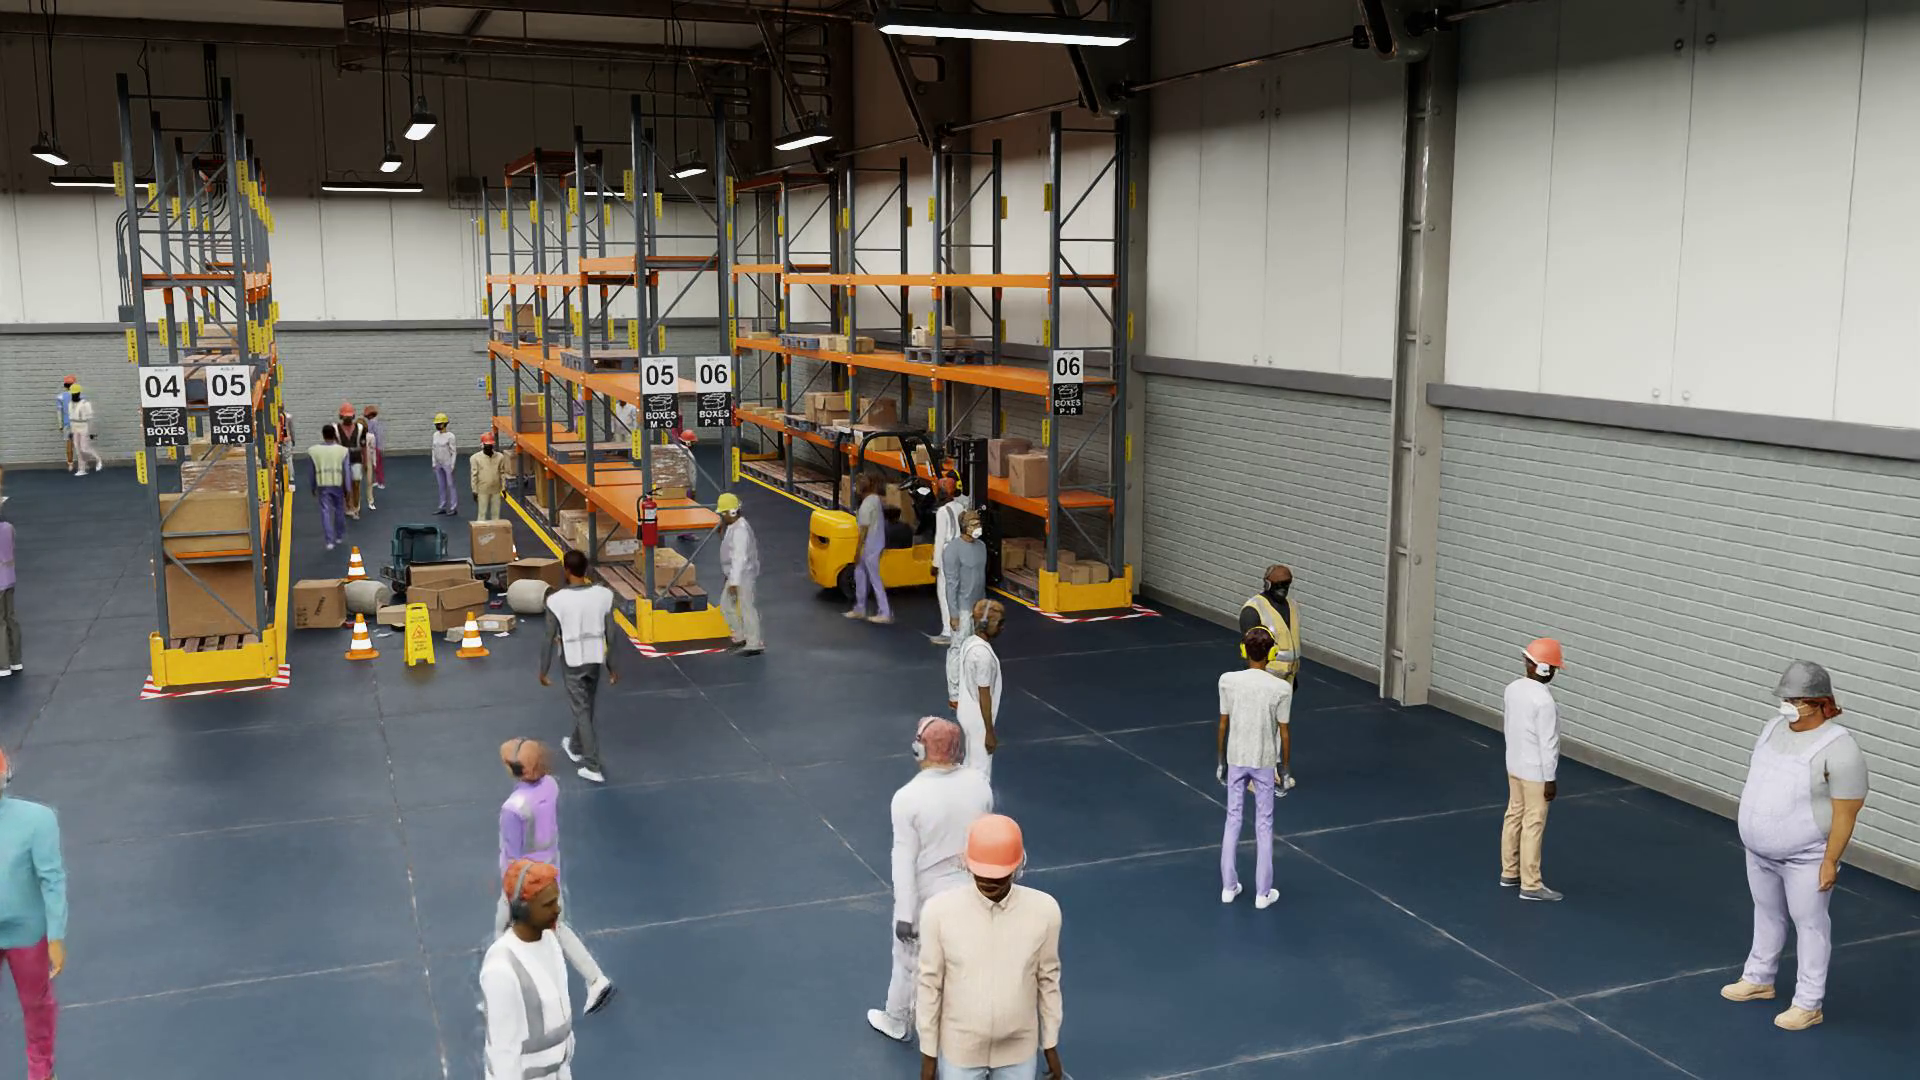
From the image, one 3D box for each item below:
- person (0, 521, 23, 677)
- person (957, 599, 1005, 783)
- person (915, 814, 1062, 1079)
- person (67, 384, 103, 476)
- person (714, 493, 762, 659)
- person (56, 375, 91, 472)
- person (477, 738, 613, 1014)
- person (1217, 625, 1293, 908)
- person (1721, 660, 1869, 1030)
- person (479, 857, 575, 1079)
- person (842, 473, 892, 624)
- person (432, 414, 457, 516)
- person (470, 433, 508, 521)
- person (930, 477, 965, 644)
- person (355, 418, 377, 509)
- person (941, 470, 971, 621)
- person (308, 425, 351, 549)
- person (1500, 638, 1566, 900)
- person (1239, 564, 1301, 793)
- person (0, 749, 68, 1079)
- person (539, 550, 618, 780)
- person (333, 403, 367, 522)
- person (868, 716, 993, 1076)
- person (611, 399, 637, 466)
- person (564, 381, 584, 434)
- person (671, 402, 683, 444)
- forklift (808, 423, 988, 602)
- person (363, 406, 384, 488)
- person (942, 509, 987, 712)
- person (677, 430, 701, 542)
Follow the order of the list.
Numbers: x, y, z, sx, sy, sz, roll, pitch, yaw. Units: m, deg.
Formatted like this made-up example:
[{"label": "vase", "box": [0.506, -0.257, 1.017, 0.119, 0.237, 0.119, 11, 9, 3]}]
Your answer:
[{"label": "person", "box": [-9.941, 0.456, 17.133, 0.362, 1.928, 0.587, 0, 9, -1]}, {"label": "person", "box": [0.157, 1.328, 11.927, 0.351, 1.838, 0.507, -2, 9, -10]}, {"label": "person", "box": [0.123, 2.069, 6.791, 0.608, 1.987, 0.391, -2, 9, -10]}, {"label": "person", "box": [-18.151, -2.283, 34.409, 0.588, 1.915, 0.550, 3, 10, 21]}, {"label": "person", "box": [-2.396, 0.391, 17.935, 0.517, 1.797, 0.652, -3, 9, -18]}, {"label": "person", "box": [-18.718, -2.465, 35.140, 0.607, 2.048, 0.370, -3, 10, -20]}, {"label": "person", "box": [-2.320, 1.872, 9.193, 0.721, 1.608, 0.518, 3, 10, 19]}, {"label": "person", "box": [1.926, 1.481, 10.912, 0.498, 1.861, 0.326, 4, 10, 22]}, {"label": "person", "box": [4.579, 1.660, 9.199, 0.538, 2.000, 0.683, -3, 9, -18]}, {"label": "person", "box": [-1.796, 2.162, 6.694, 0.994, 1.844, 0.584, 2, 9, 11]}, {"label": "person", "box": [-1.158, 0.106, 19.690, 0.768, 1.811, 0.536, 1, 9, 8]}, {"label": "person", "box": [-8.902, -1.299, 28.680, 0.524, 1.770, 0.315, 5, 10, 29]}, {"label": "person", "box": [-7.190, -0.765, 25.447, 0.576, 1.747, 0.441, -8, 12, -42]}, {"label": "person", "box": [-0.107, 0.226, 18.737, 0.355, 1.877, 0.591, 4, 10, 25]}, {"label": "person", "box": [-10.554, -1.342, 29.364, 0.501, 1.636, 0.280, -4, 10, -26]}, {"label": "person", "box": [-0.023, 0.090, 19.669, 0.320, 1.861, 0.504, -4, 10, -25]}, {"label": "person", "box": [-9.596, -0.815, 25.363, 0.588, 1.861, 1.013, -4, 10, -21]}, {"label": "person", "box": [3.829, 1.510, 11.074, 0.336, 1.743, 0.561, -1, 9, -9]}, {"label": "person", "box": [2.506, 1.104, 13.340, 0.619, 1.839, 0.430, -8, 12, -41]}, {"label": "person", "box": [-4.577, 1.907, 7.900, 0.626, 1.944, 0.985, -2, 9, -14]}, {"label": "person", "box": [-3.202, 1.007, 13.832, 0.607, 1.874, 0.910, -7, 12, -39]}, {"label": "person", "box": [-10.403, -1.346, 28.284, 0.623, 2.002, 1.024, -4, 10, -23]}, {"label": "person", "box": [-0.106, 1.834, 8.707, 0.664, 1.857, 1.014, -6, 11, -35]}, {"label": "person", "box": [-7.098, -2.309, 35.079, 0.569, 1.749, 0.342, 1, 9, 4]}, {"label": "person", "box": [-8.057, -2.402, 34.779, 0.381, 2.039, 0.606, -5, 10, -28]}, {"label": "person", "box": [-6.638, -2.868, 38.597, 0.351, 1.759, 0.523, 4, 10, 24]}, {"label": "forklift", "box": [-0.830, -0.399, 21.676, 2.313, 2.155, 1.214, -4, 10, -21]}, {"label": "person", "box": [-11.421, -1.806, 32.422, 0.315, 1.602, 0.589, -6, 11, -31]}, {"label": "person", "box": [0.076, 0.662, 15.805, 0.373, 1.940, 0.628, 5, 11, 31]}, {"label": "person", "box": [-4.235, -0.842, 25.882, 0.344, 1.747, 0.571, -6, 11, -33]}]
